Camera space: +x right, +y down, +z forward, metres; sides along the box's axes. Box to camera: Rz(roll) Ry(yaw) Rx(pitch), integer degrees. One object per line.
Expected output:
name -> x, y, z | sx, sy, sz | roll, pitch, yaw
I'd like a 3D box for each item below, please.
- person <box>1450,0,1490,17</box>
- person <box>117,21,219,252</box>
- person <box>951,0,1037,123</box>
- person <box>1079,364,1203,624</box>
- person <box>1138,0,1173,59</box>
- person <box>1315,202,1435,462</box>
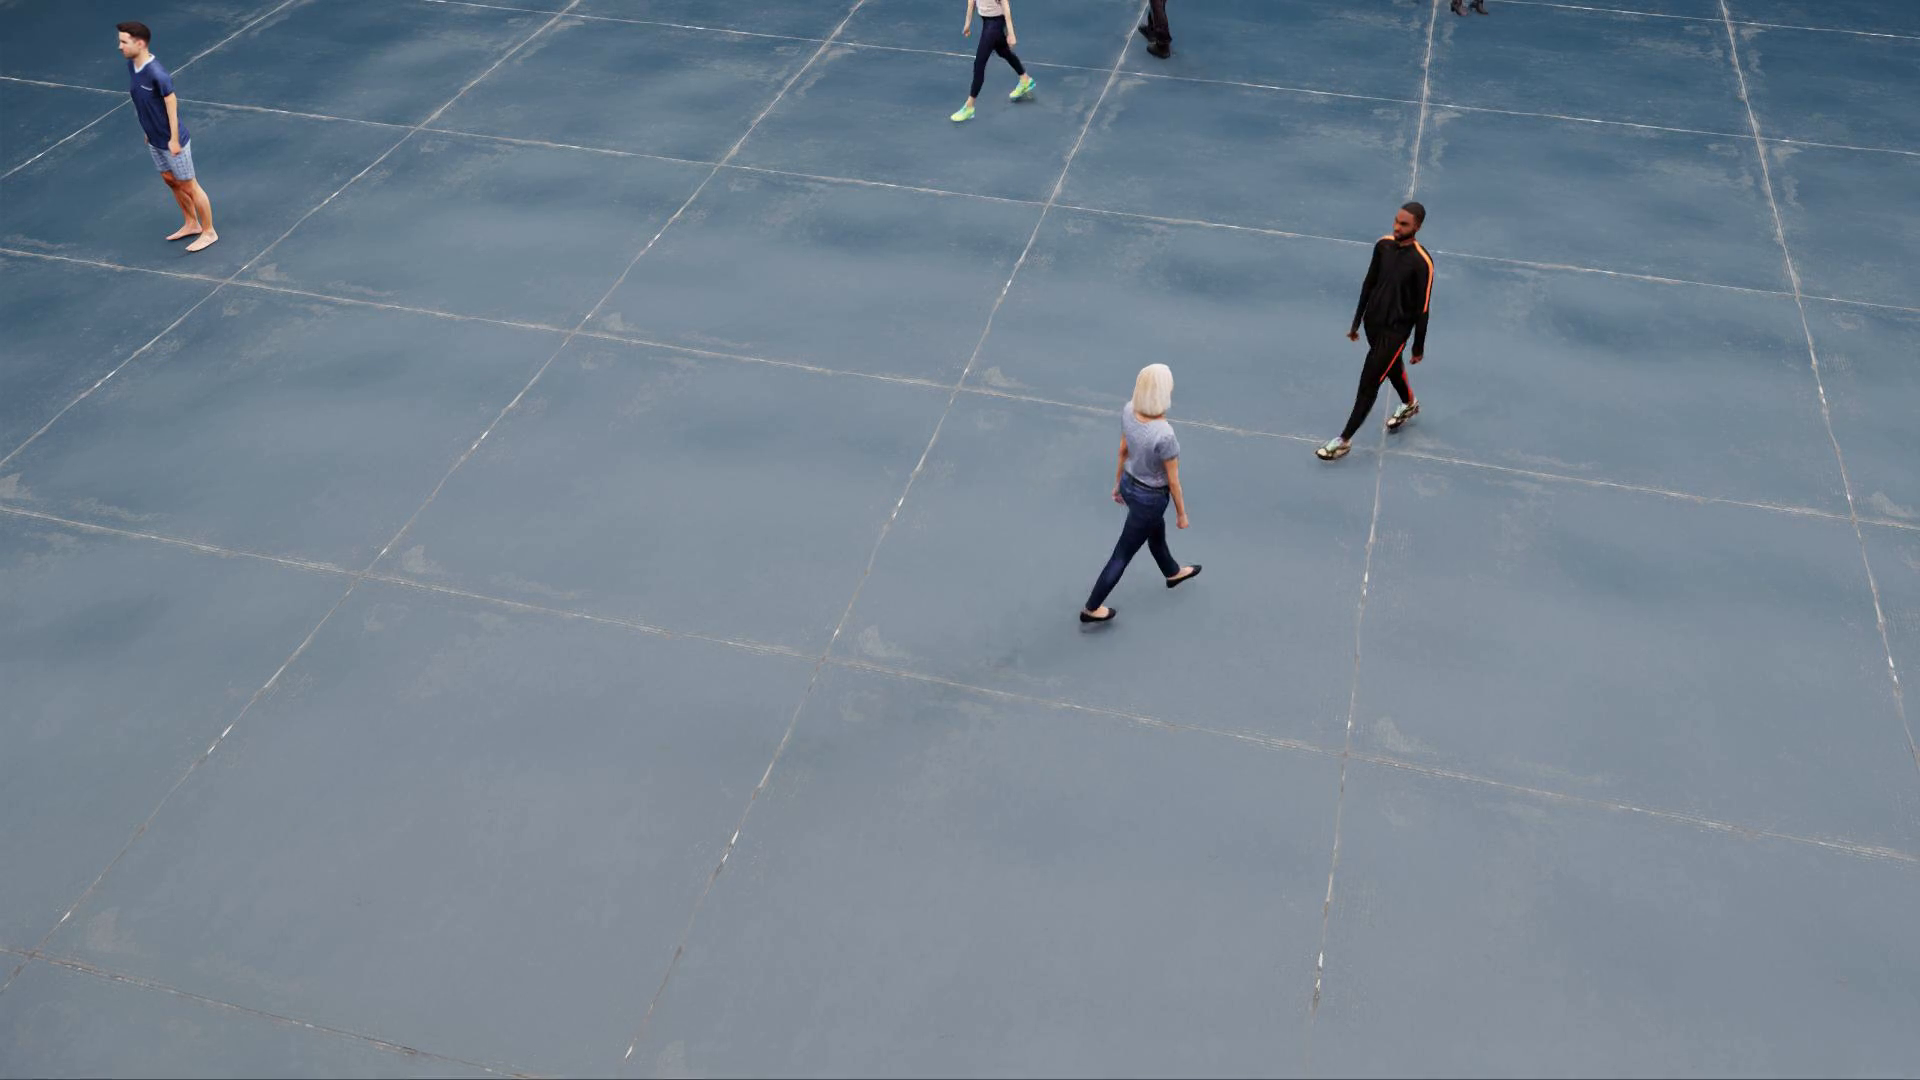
person -> 5.304, -6.218, 17.227 | 0.762, 1.575, 0.676 | 25, 45, 29
person -> -6.279, -3.209, 13.157 | 0.699, 1.850, 0.696 | 27, 45, 30
person -> 0.371, -4.723, 15.246 | 1.255, 1.659, 1.164 | -21, 43, -25
person -> 0.978, -0.205, 9.461 | 1.147, 1.673, 1.097 | -19, 42, -23
person -> 2.005, -5.616, 16.271 | 1.010, 1.804, 1.079 | -18, 42, -22
person -> 2.877, -1.394, 10.910 | 1.254, 1.761, 1.171 | -22, 43, -25
